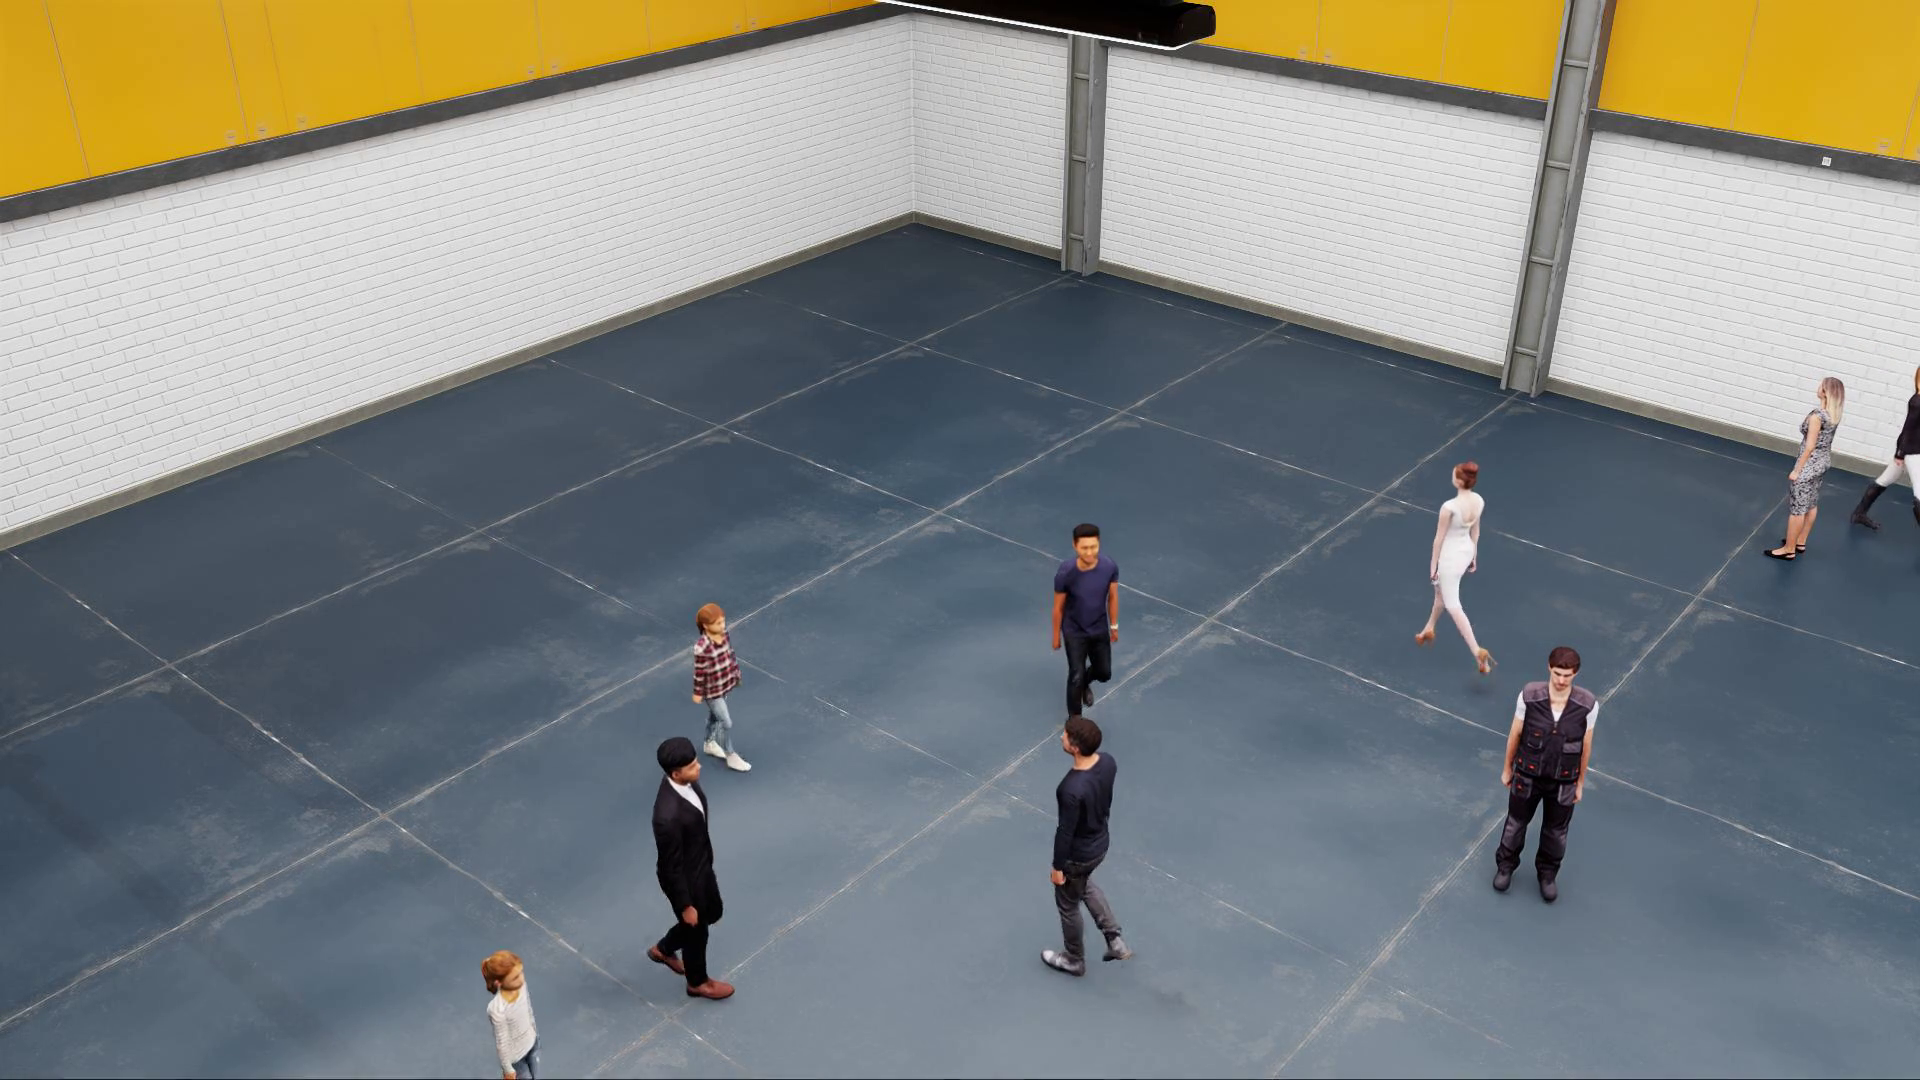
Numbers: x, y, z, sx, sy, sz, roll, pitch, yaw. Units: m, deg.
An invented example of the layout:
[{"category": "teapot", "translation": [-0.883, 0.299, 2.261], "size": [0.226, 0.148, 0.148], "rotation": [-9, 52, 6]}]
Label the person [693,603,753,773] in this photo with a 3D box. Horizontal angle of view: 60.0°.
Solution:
[{"category": "person", "translation": [-1.801, 1.019, 11.916], "size": [0.754, 1.292, 0.633], "rotation": [14, 31, 23]}]

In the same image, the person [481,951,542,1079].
[{"category": "person", "translation": [-2.398, 2.703, 8.811], "size": [0.762, 1.310, 0.634], "rotation": [7, 29, 13]}]

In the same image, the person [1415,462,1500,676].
[{"category": "person", "translation": [3.877, 0.249, 12.841], "size": [0.858, 1.758, 1.170], "rotation": [-14, 32, -24]}]

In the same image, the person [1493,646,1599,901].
[{"category": "person", "translation": [3.718, 1.455, 10.538], "size": [0.647, 1.846, 0.786], "rotation": [9, 30, 16]}]

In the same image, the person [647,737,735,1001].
[{"category": "person", "translation": [-1.671, 1.926, 9.649], "size": [0.960, 1.871, 0.901], "rotation": [3, 29, 6]}]

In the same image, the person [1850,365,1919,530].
[{"category": "person", "translation": [8.384, -0.787, 14.821], "size": [0.690, 1.681, 1.162], "rotation": [-24, 36, -36]}]

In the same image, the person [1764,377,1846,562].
[{"category": "person", "translation": [7.427, -0.623, 14.495], "size": [0.606, 1.706, 0.564], "rotation": [-20, 34, -32]}]

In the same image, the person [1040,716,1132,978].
[{"category": "person", "translation": [0.794, 1.857, 9.794], "size": [0.796, 1.854, 0.667], "rotation": [20, 34, 32]}]

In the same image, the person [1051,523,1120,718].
[{"category": "person", "translation": [0.897, 0.611, 12.157], "size": [0.868, 1.778, 0.940], "rotation": [-6, 29, -12]}]
